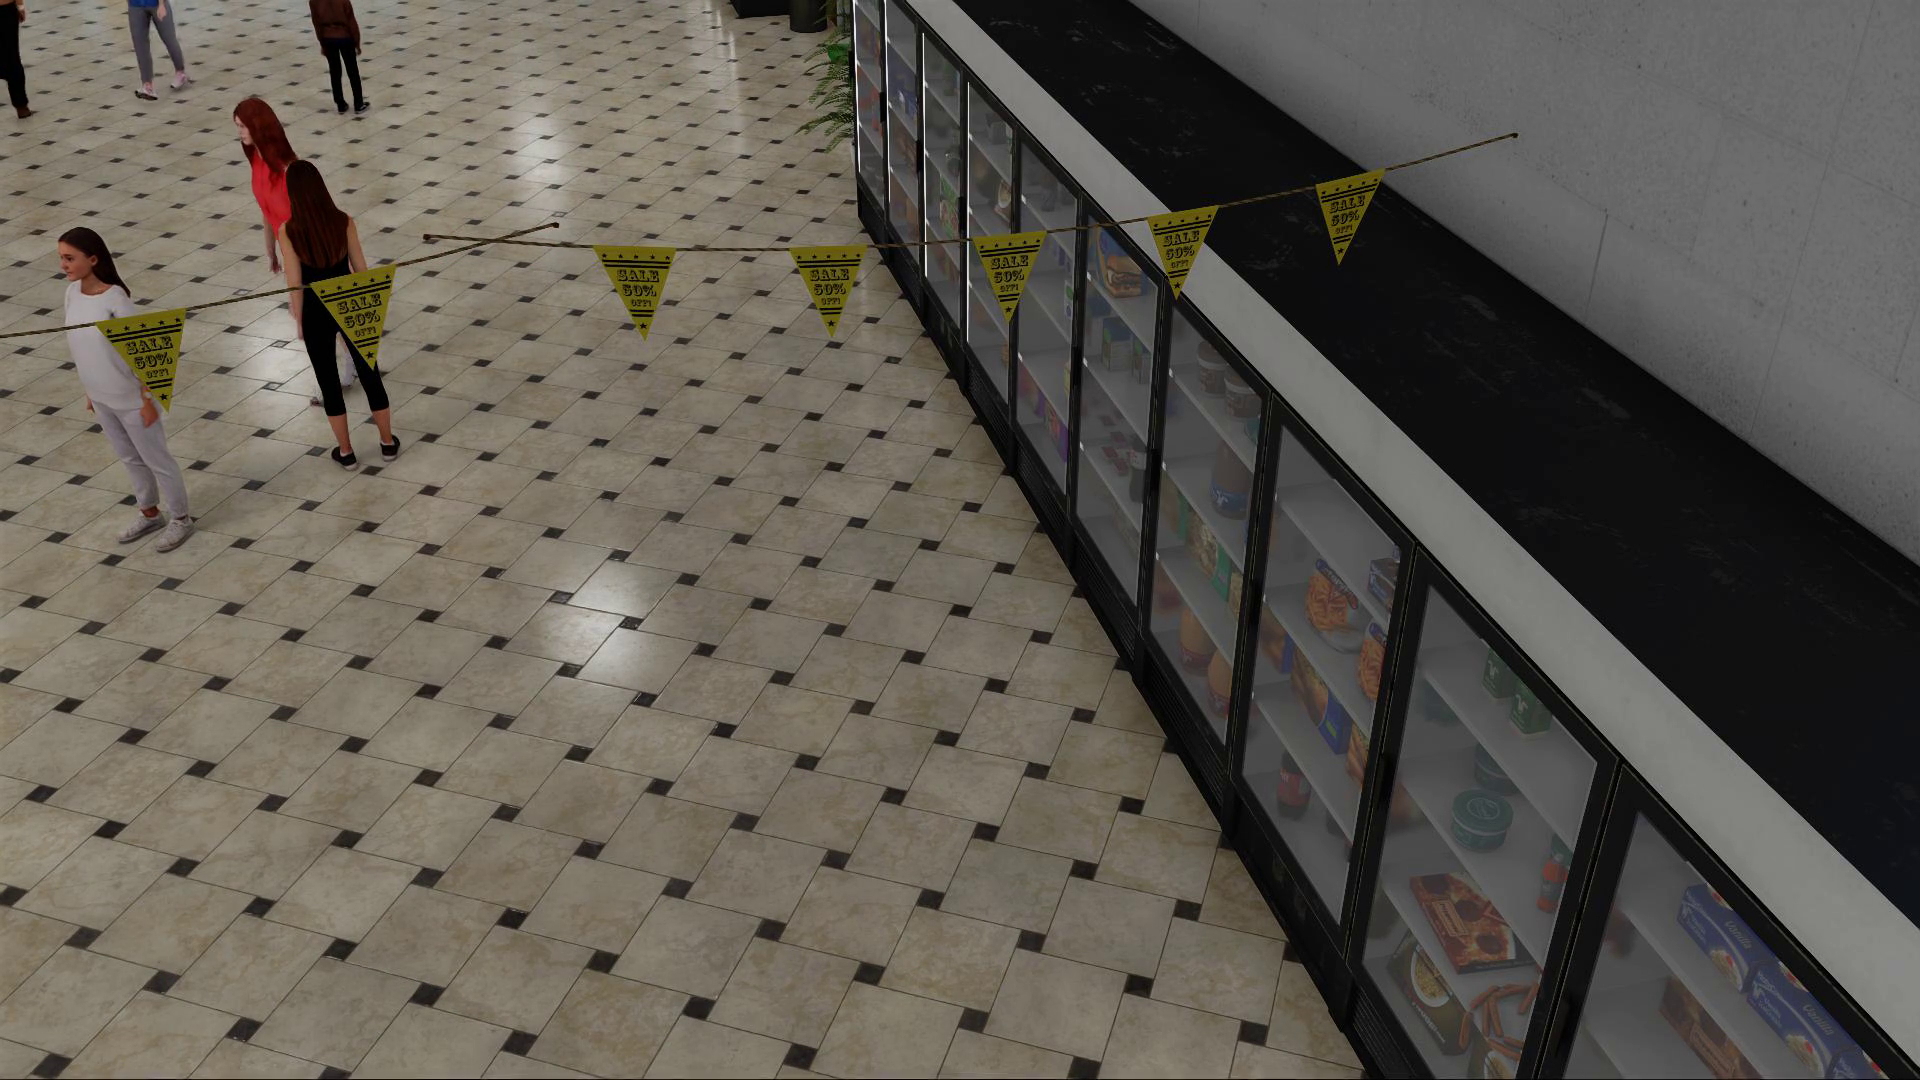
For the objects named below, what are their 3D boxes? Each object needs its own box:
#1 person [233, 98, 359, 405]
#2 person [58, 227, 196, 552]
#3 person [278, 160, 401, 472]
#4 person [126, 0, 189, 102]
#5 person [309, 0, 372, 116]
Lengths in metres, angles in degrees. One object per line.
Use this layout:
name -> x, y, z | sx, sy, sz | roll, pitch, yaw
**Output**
person -> -3.733, -1.684, 9.655 | 0.786, 1.796, 0.845 | 25, 40, 34
person -> -4.154, -0.747, 8.251 | 0.664, 1.689, 0.748 | 12, 34, 19
person -> -3.368, -1.199, 8.944 | 0.525, 1.725, 0.682 | -16, 35, -24
person -> -7.170, -4.747, 14.797 | 1.056, 1.566, 0.818 | 0, 32, 1
person -> -5.403, -4.333, 14.427 | 0.457, 1.254, 0.617 | -2, 32, -3
